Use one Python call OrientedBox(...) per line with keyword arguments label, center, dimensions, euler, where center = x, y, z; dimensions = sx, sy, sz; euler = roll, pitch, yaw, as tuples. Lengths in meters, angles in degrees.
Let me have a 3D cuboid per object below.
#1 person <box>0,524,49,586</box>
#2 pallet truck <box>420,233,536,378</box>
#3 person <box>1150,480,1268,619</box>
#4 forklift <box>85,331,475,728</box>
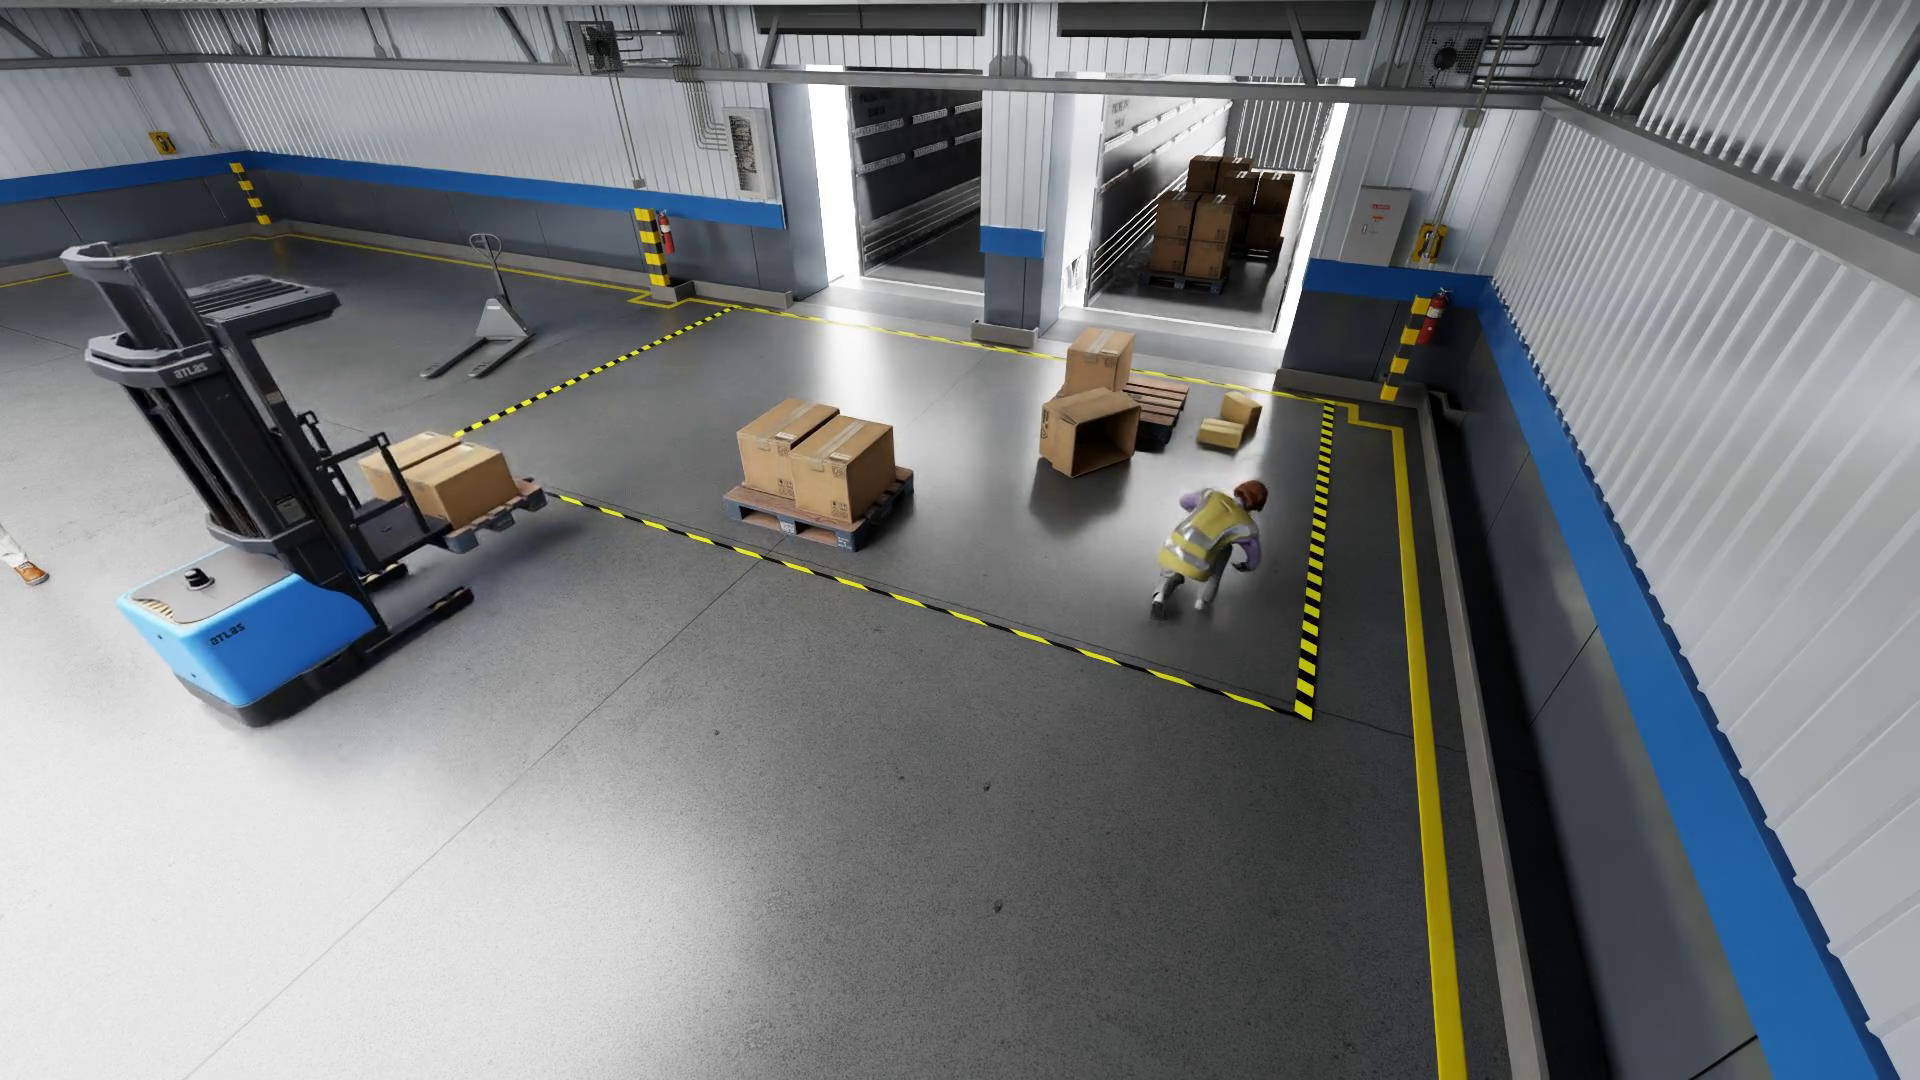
OrientedBox(label="person", center=(-6.774, -0.455, 4.649), dimensions=(0.381, 1.948, 0.602), euler=(22, 41, 28))
OrientedBox(label="pallet truck", center=(-5.664, -2.712, 8.427), dimensions=(0.680, 1.201, 1.601), euler=(0, 35, -1))
OrientedBox(label="person", center=(1.607, 0.066, 4.923), dimensions=(0.654, 0.868, 0.907), euler=(29, 45, 34))
OrientedBox(label="forklift", center=(-4.051, -0.037, 3.981), dimensions=(0.716, 2.013, 0.776), euler=(15, 38, 20))
